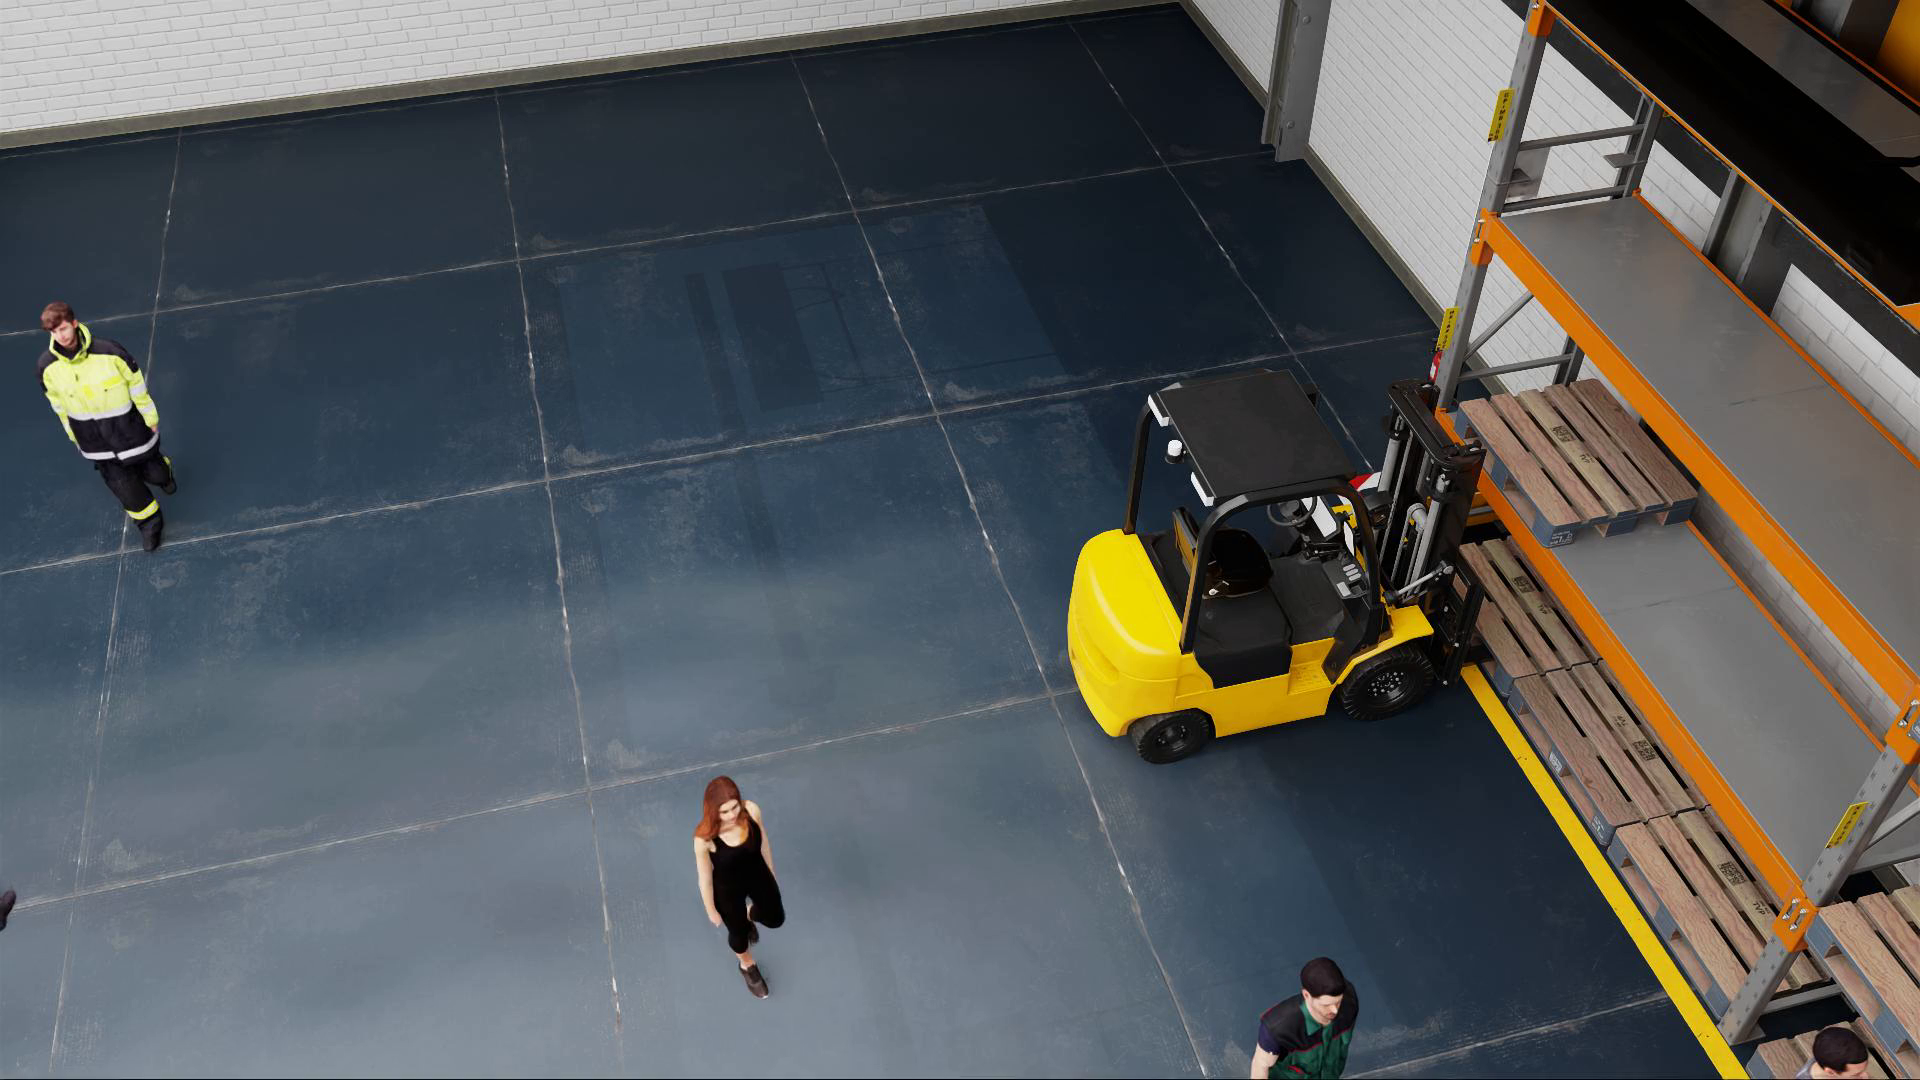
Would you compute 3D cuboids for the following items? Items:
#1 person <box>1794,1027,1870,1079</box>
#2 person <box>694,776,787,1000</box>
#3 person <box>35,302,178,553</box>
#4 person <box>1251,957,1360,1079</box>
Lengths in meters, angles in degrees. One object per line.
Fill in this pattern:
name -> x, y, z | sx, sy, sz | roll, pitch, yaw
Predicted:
person -> 3.763, 2.792, 7.654 | 0.745, 1.871, 0.740 | 33, 53, 30
person -> -1.207, 1.770, 8.840 | 0.735, 1.714, 0.840 | -27, 50, -26
person -> -5.807, -0.851, 11.411 | 0.813, 1.965, 0.985 | -14, 45, -14
person -> 1.589, 2.543, 7.896 | 0.740, 1.899, 0.671 | -23, 48, -22
